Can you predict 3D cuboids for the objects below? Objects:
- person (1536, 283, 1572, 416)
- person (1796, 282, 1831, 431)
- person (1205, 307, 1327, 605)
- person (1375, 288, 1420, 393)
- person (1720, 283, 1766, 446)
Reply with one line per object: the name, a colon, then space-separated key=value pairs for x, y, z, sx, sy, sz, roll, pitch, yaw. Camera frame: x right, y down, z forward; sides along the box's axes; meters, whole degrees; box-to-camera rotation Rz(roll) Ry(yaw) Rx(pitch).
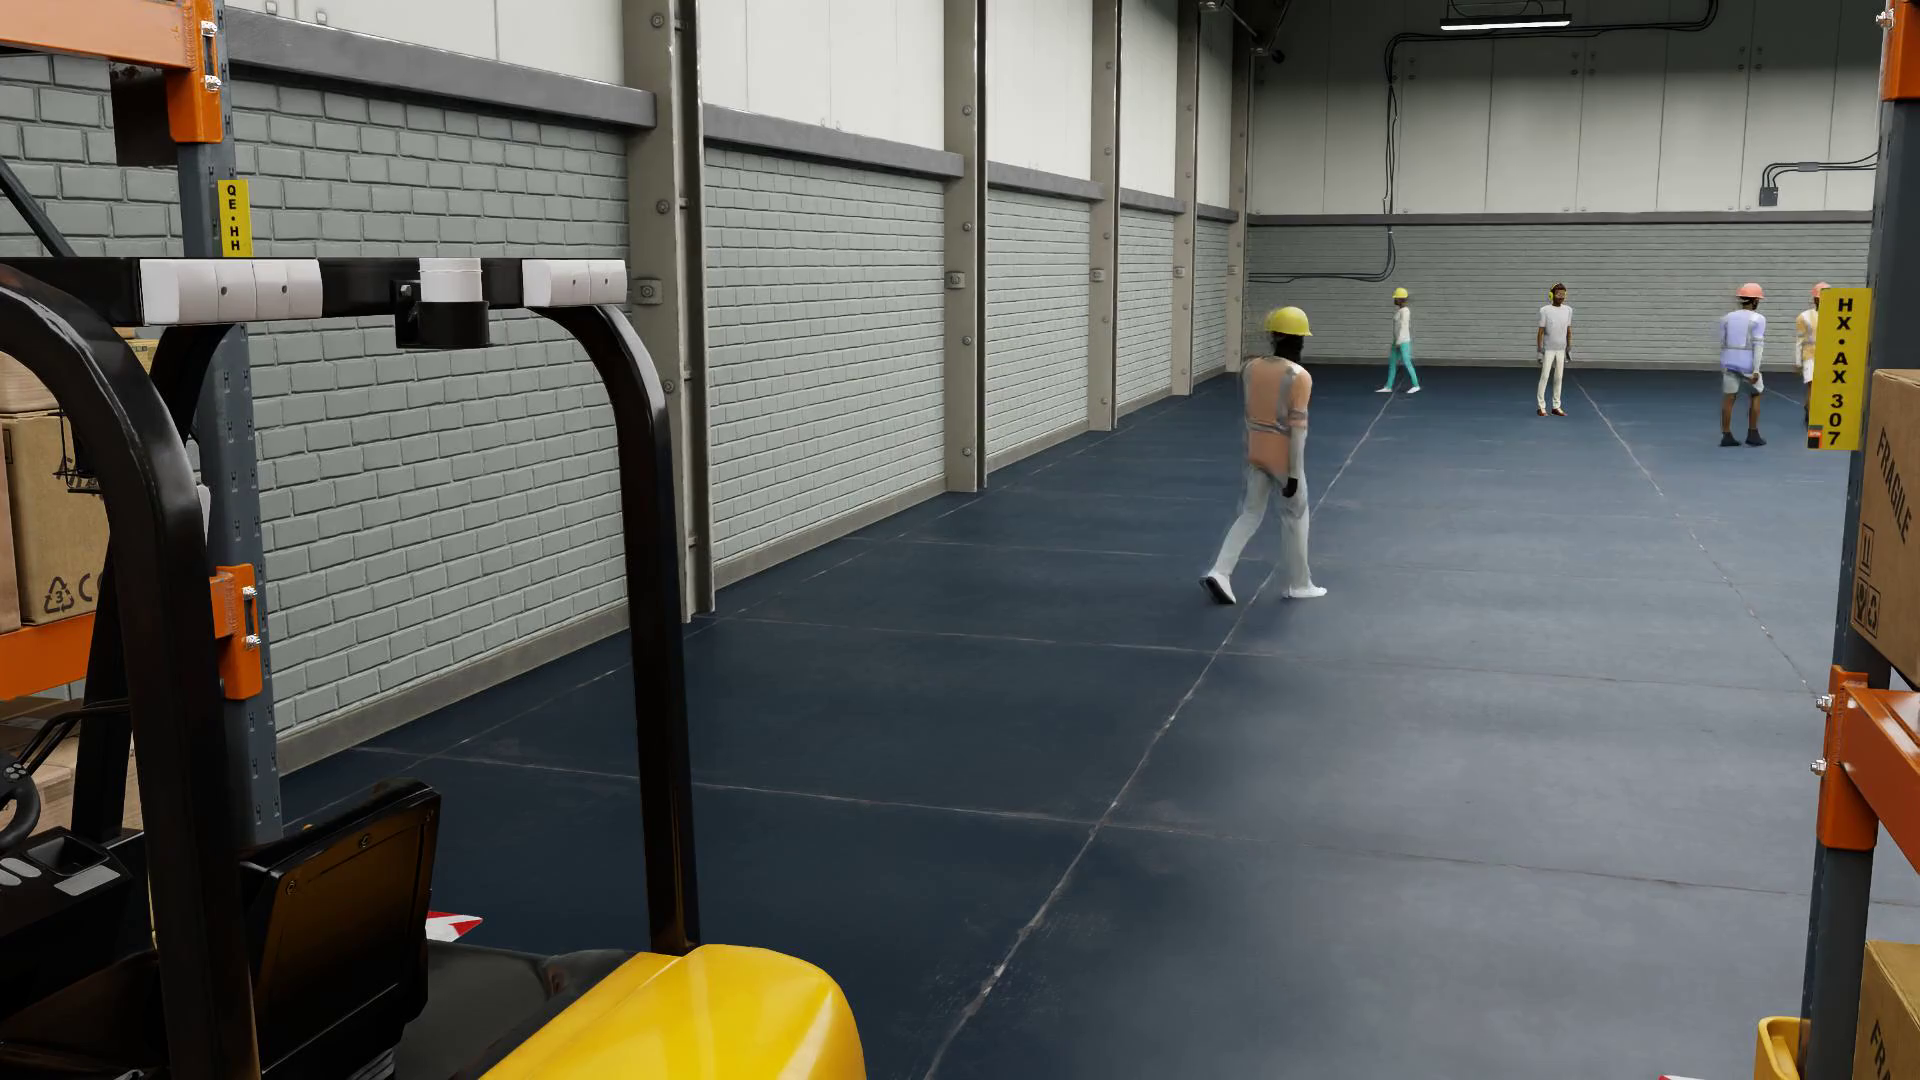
person: x=8.336 y=-2.661 z=23.331 sx=0.503 sy=1.862 sz=0.311 roll=-2 pitch=10 yaw=-12
person: x=10.974 y=-2.345 z=21.298 sx=0.550 sy=1.911 sz=0.757 roll=2 pitch=10 yaw=10
person: x=1.952 y=-0.526 z=10.515 sx=0.908 sy=1.898 sz=0.591 roll=-7 pitch=12 yaw=-35
person: x=7.275 y=-3.281 z=27.439 sx=0.590 sy=1.773 sz=0.530 roll=0 pitch=10 yaw=-3
person: x=9.226 y=-2.047 z=19.519 sx=0.699 sy=1.912 sz=0.547 roll=-6 pitch=11 yaw=-33
